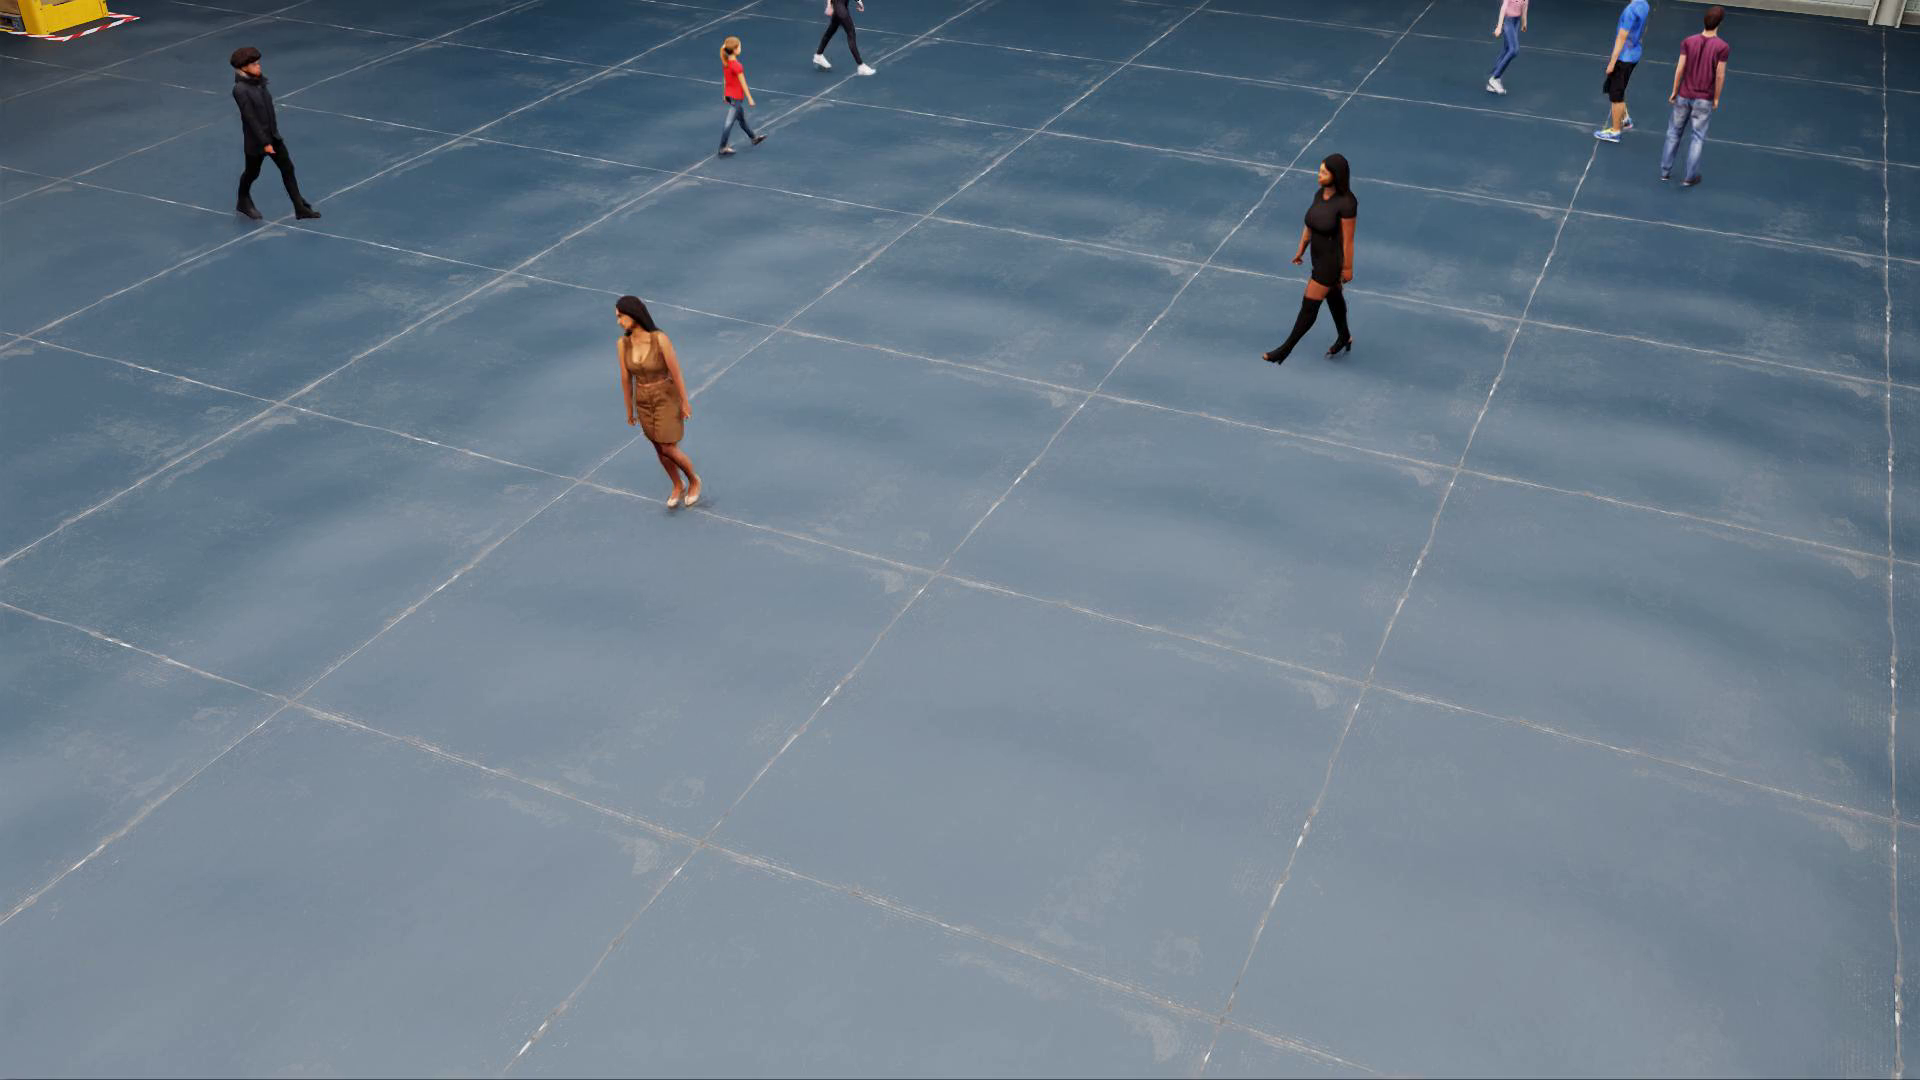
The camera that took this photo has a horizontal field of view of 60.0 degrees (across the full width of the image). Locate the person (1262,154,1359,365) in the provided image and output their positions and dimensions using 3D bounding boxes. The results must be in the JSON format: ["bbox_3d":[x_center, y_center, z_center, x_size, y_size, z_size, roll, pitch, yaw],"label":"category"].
[{"bbox_3d":[3.149,-2.309,13.855,1.213,1.808,1.129,-10,34,-15],"label":"person"}]

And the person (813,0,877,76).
[{"bbox_3d":[-1.570,-6.733,20.975,1.186,1.693,0.622,17,36,25],"label":"person"}]

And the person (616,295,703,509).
[{"bbox_3d":[-2.122,-0.949,11.845,0.530,1.652,0.734,4,32,6],"label":"person"}]

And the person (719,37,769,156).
[{"bbox_3d":[-2.560,-4.888,18.438,0.828,1.280,0.881,-20,37,-29],"label":"person"}]

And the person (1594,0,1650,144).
[{"bbox_3d":[7.565,-5.380,18.680,0.688,1.855,0.638,19,37,27],"label":"person"}]

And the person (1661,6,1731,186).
[{"bbox_3d":[7.792,-4.707,17.613,0.580,1.854,0.763,23,39,32],"label":"person"}]

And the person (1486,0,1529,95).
[{"bbox_3d":[6.658,-6.352,20.330,0.678,1.737,0.708,-26,40,-35],"label":"person"}]

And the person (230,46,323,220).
[{"bbox_3d":[-7.068,-4.022,16.627,1.148,1.748,0.720,9,33,13],"label":"person"}]
